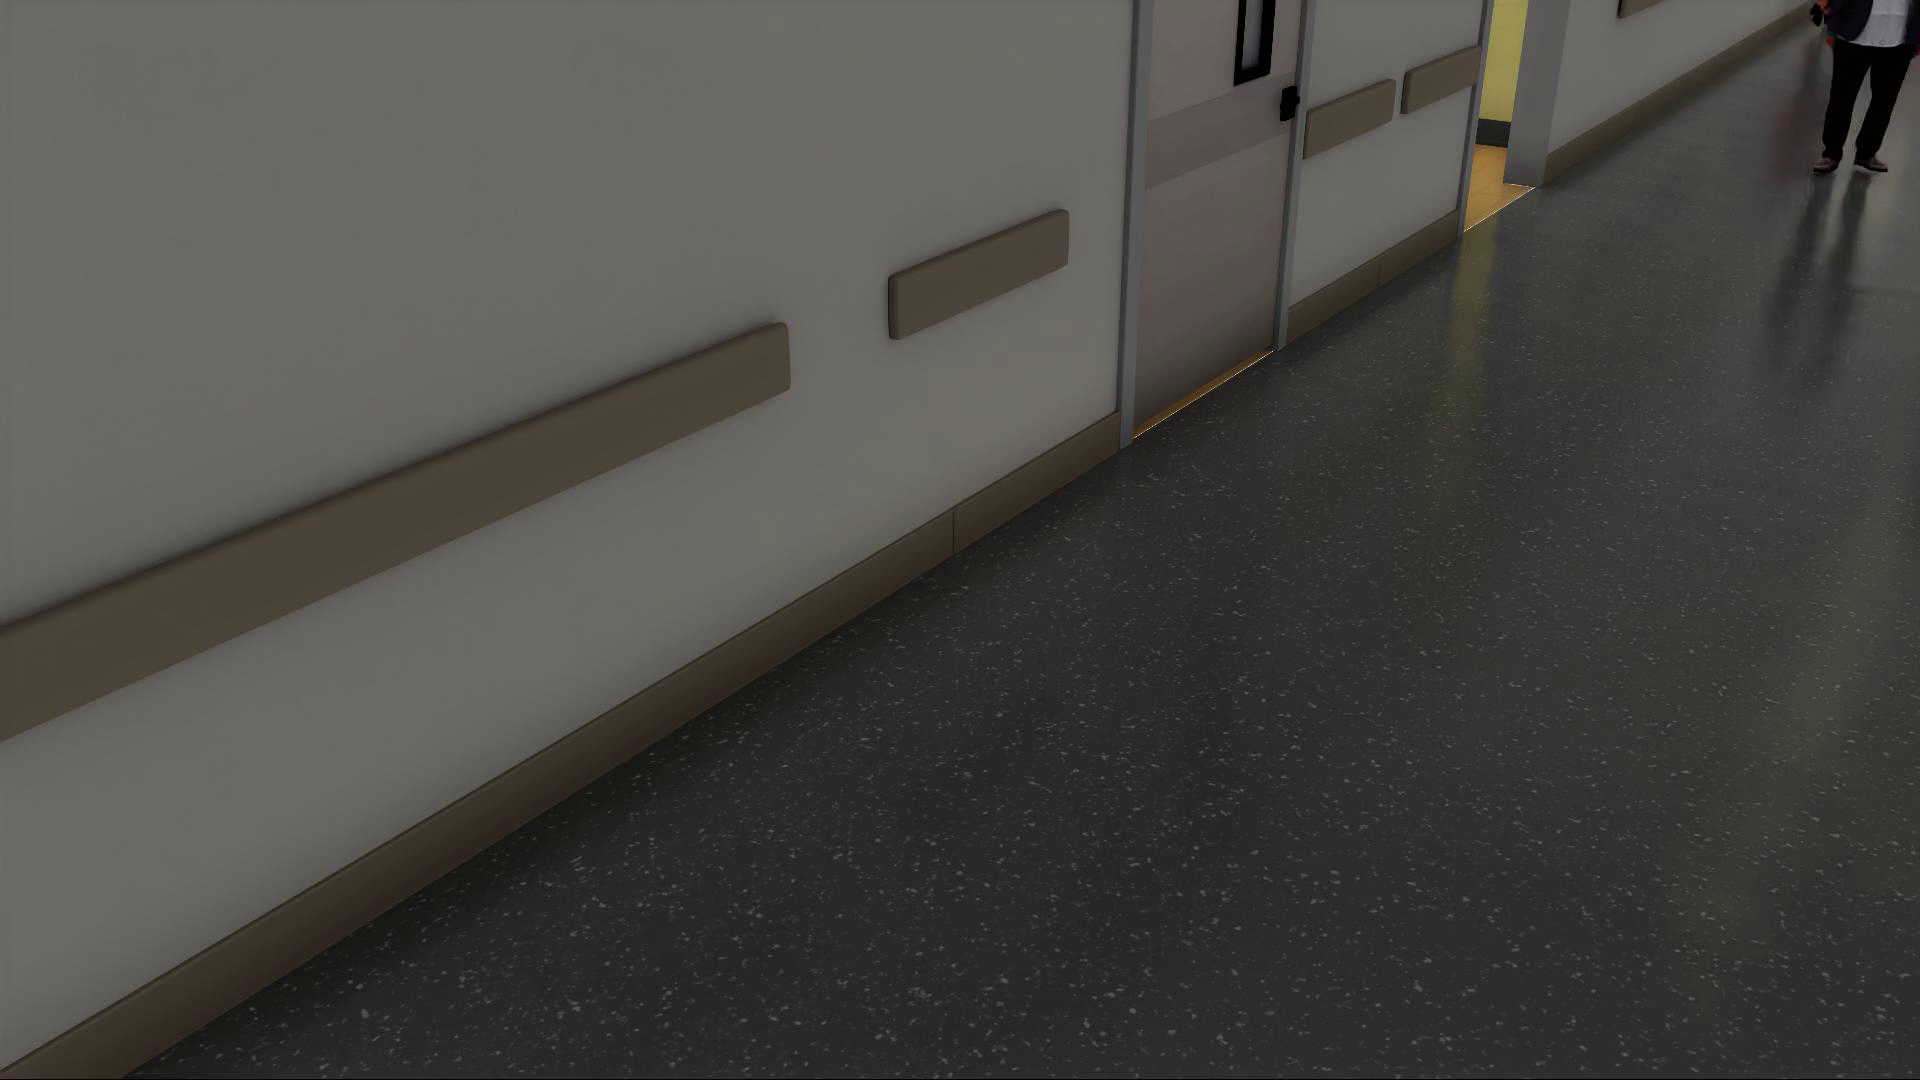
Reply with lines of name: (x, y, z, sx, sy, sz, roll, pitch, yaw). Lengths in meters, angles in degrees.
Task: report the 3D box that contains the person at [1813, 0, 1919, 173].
person: (5.344, -2.948, 9.720, 0.731, 1.588, 0.855, 12, 28, 24)
